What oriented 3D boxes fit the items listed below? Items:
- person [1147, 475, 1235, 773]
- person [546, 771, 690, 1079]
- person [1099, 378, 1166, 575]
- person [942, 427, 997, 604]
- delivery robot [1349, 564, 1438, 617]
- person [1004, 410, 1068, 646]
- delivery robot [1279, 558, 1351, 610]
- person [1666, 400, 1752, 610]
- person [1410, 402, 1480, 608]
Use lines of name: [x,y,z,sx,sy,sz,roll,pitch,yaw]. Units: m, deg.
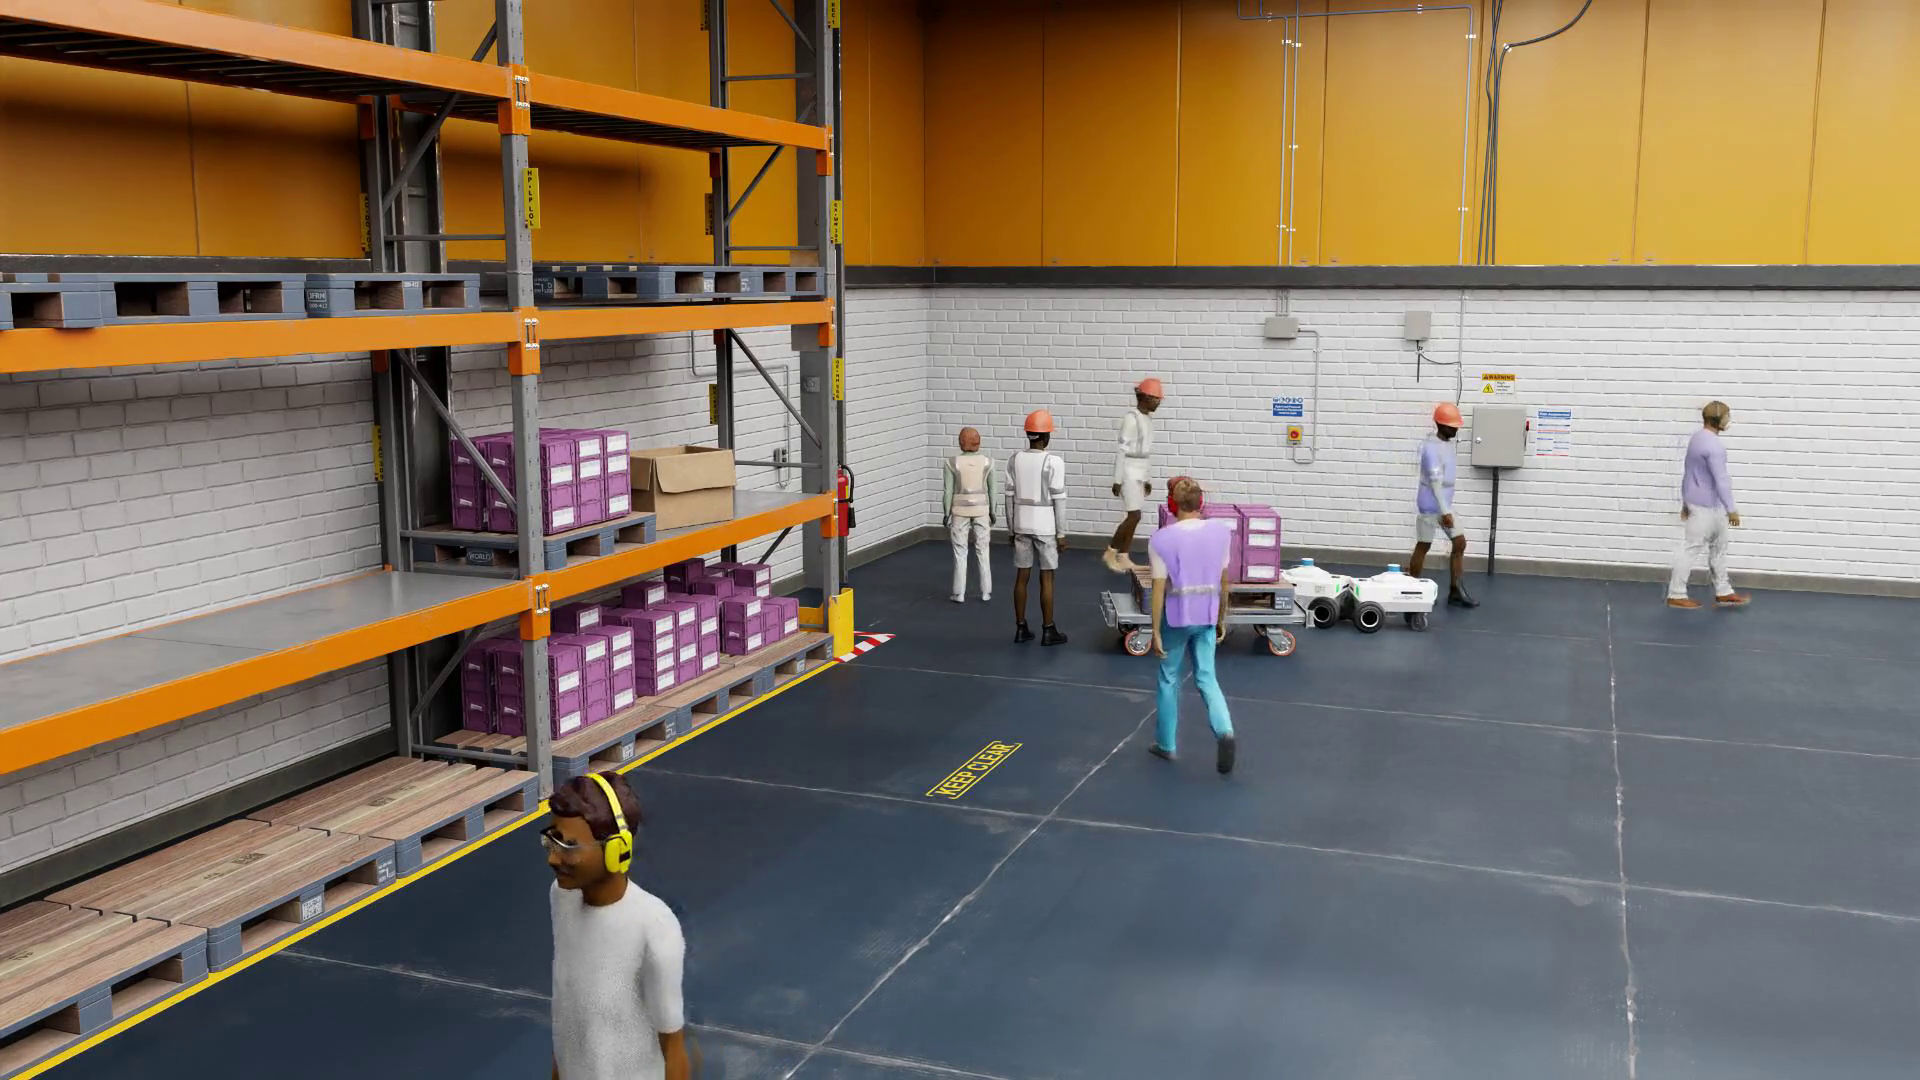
person: [1.420,0.514,10.179,0.577,1.822,0.752,-3,9,-17]
person: [-0.837,1.450,4.208,0.610,1.852,0.535,-8,12,-42]
person: [1.765,-0.640,16.862,0.568,2.025,0.660,4,10,25]
person: [0.091,-0.226,15.393,0.523,1.638,0.310,-2,9,-12]
delivery robot: [3.711,0.450,14.246,0.707,0.478,0.477,1,9,4]
person: [0.634,-0.100,13.664,0.546,1.939,0.375,6,11,32]
delivery robot: [3.034,0.402,14.547,0.707,0.478,0.477,6,11,32]
person: [6.850,-0.295,14.997,0.888,1.905,0.641,2,9,13]
person: [4.405,-0.304,15.064,0.810,1.892,0.552,8,12,41]
